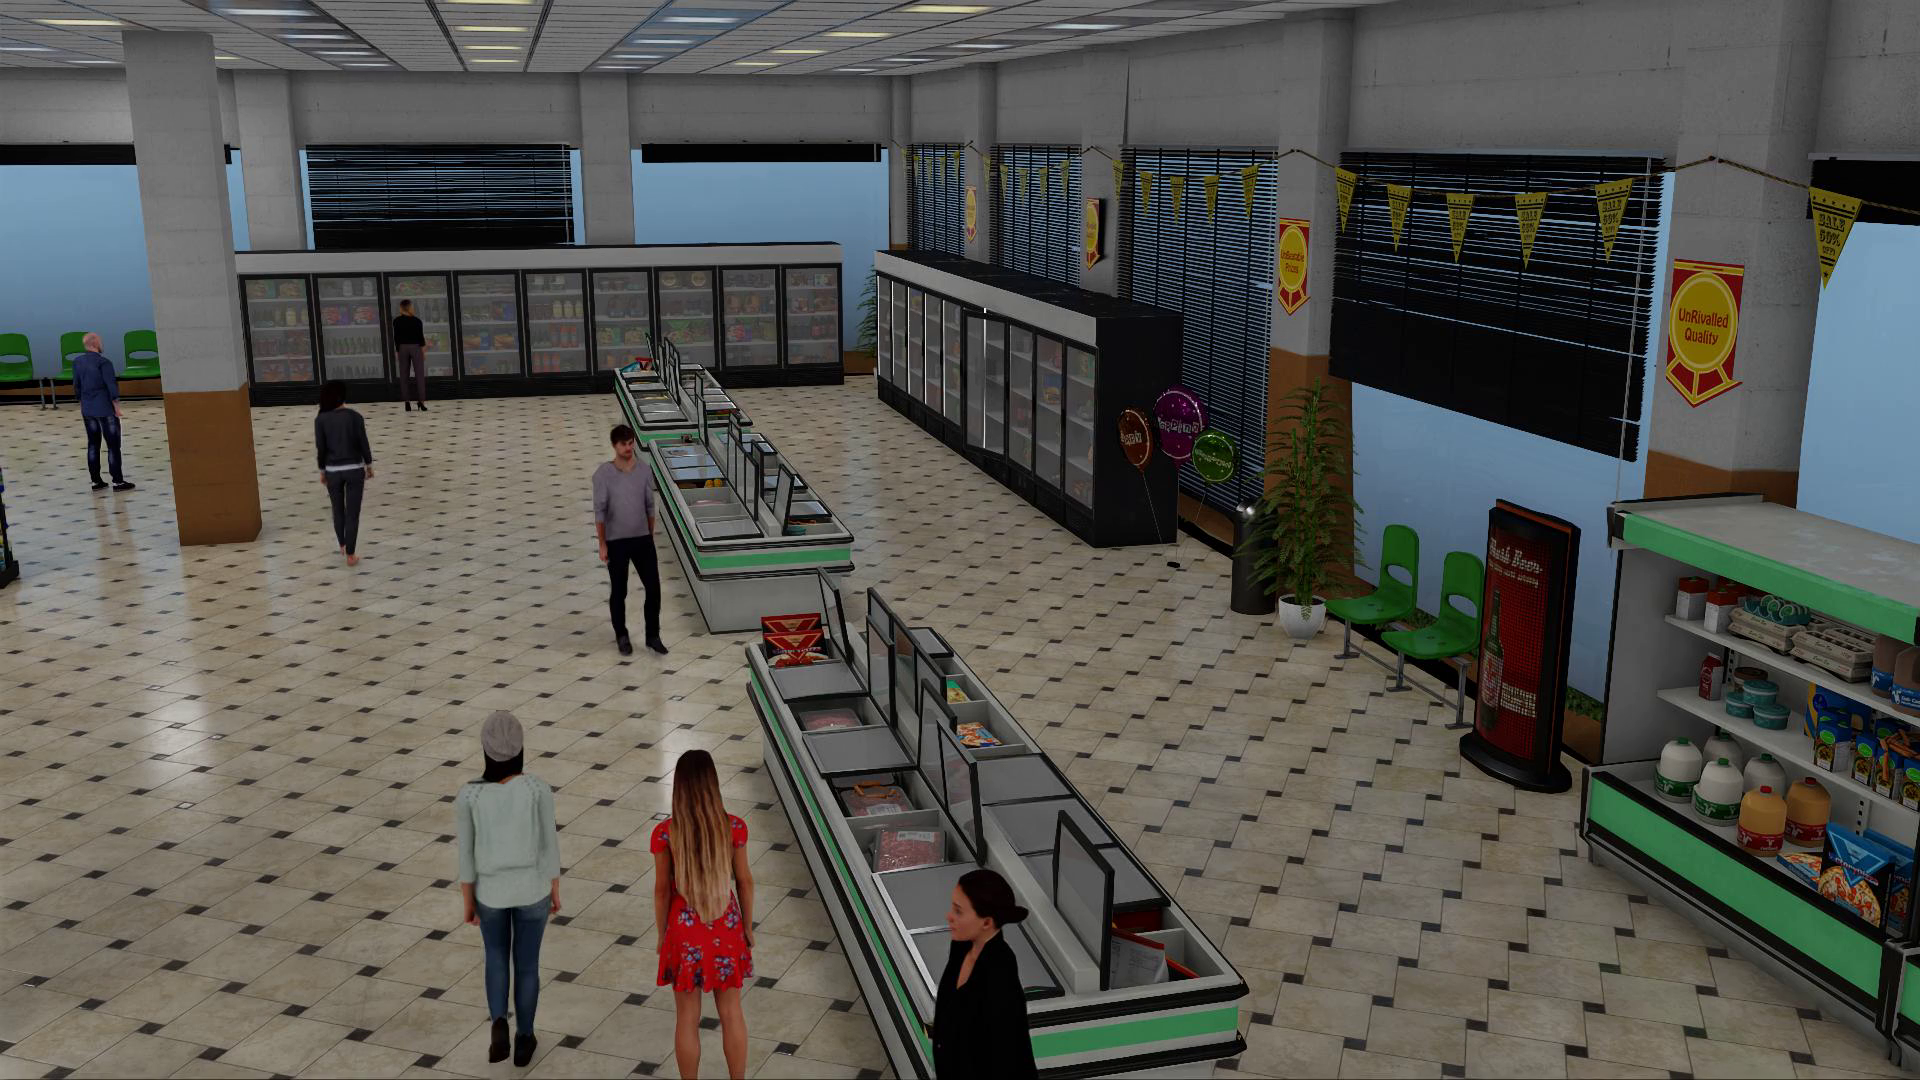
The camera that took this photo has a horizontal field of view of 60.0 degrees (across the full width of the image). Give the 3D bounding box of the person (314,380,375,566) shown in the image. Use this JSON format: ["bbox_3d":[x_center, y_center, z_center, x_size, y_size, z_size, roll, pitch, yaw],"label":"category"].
[{"bbox_3d":[-5.880,-0.623,15.857,0.679,1.745,0.890,-2,14,-7],"label":"person"}]

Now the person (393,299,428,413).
[{"bbox_3d":[-8.195,-2.752,24.792,0.643,1.671,0.611,-1,14,-2],"label":"person"}]

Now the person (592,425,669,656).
[{"bbox_3d":[-2.662,-0.006,13.137,0.774,1.828,0.838,-7,15,-28],"label":"person"}]

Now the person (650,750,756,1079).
[{"bbox_3d":[-1.066,1.631,6.888,0.572,1.592,0.539,-3,14,-12],"label":"person"}]

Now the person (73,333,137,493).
[{"bbox_3d":[-9.918,-1.474,19.196,0.796,1.824,0.766,3,14,11],"label":"person"}]

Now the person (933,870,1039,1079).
[{"bbox_3d":[0.103,1.891,5.550,0.698,1.718,0.514,-4,14,-17],"label":"person"}]

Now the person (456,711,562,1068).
[{"bbox_3d":[-1.926,1.543,7.156,0.618,1.636,0.740,-2,14,-8],"label":"person"}]
